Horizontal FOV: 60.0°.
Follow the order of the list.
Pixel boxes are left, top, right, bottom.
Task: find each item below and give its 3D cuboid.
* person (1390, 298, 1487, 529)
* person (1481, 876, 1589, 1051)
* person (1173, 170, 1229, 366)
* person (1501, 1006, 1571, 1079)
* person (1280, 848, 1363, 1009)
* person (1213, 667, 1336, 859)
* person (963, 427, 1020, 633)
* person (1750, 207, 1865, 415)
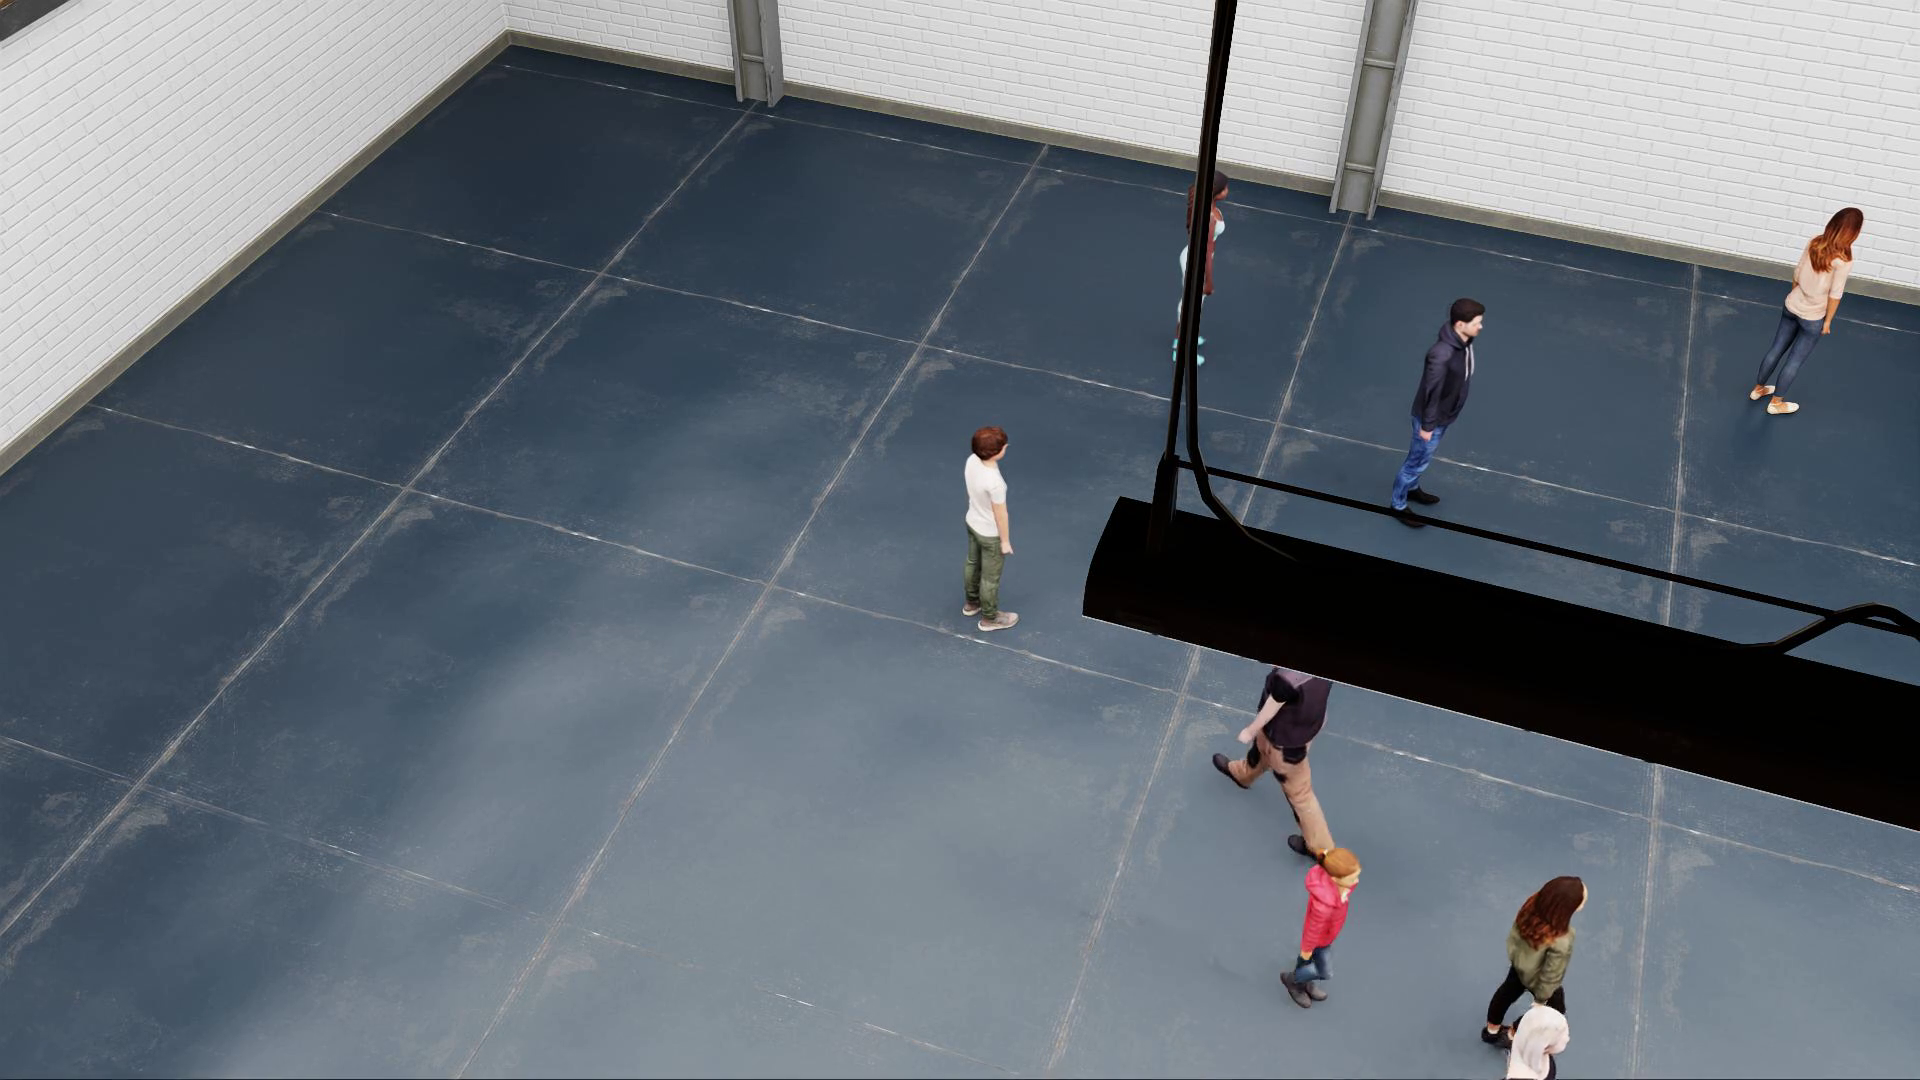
[{"bbox_3d":[3.340,-0.929,11.706,0.624,1.892,0.714,22,48,21],"label":"person"},{"bbox_3d":[2.939,2.235,8.691,0.694,1.470,0.690,-2,44,-2],"label":"person"},{"bbox_3d":[1.866,-2.156,13.118,0.657,1.720,0.643,-4,44,-4],"label":"person"},{"bbox_3d":[2.480,2.738,7.929,1.198,1.793,0.729,7,44,7],"label":"person"},{"bbox_3d":[1.893,2.070,8.980,0.558,1.310,0.568,24,49,23],"label":"person"},{"bbox_3d":[1.984,1.147,9.597,1.294,1.796,0.944,30,51,27],"label":"person"},{"bbox_3d":[0.176,-0.082,10.990,0.726,1.654,0.654,-21,48,-21],"label":"person"},{"bbox_3d":[6.431,-1.745,12.635,0.714,1.792,0.667,-15,46,-15],"label":"person"}]
